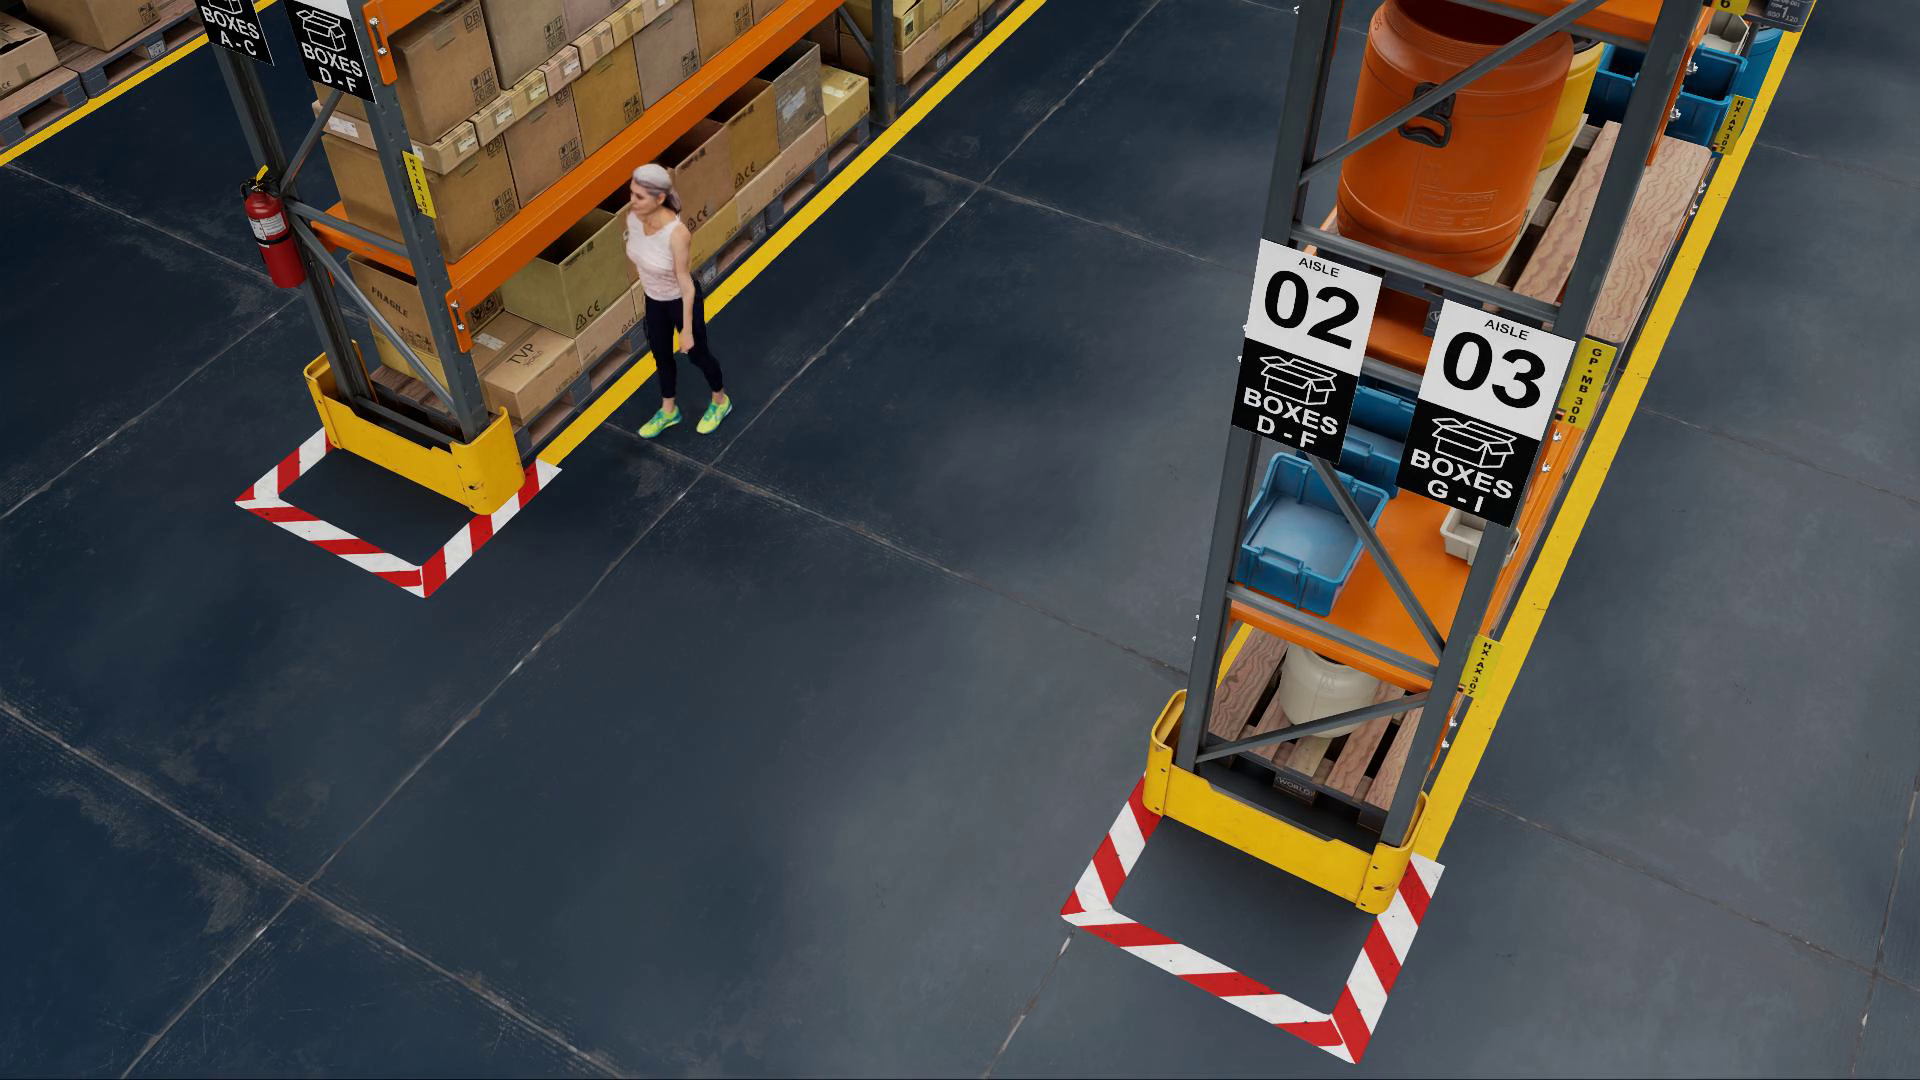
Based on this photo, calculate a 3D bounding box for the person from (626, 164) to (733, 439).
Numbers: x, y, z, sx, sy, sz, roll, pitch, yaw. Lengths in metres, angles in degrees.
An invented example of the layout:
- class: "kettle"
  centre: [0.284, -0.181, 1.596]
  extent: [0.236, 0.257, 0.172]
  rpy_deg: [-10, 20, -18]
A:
- class: "person"
  centre: [-1.455, -1.240, 8.622]
  extent: [0.672, 1.701, 0.783]
  rpy_deg: [33, 55, 27]
